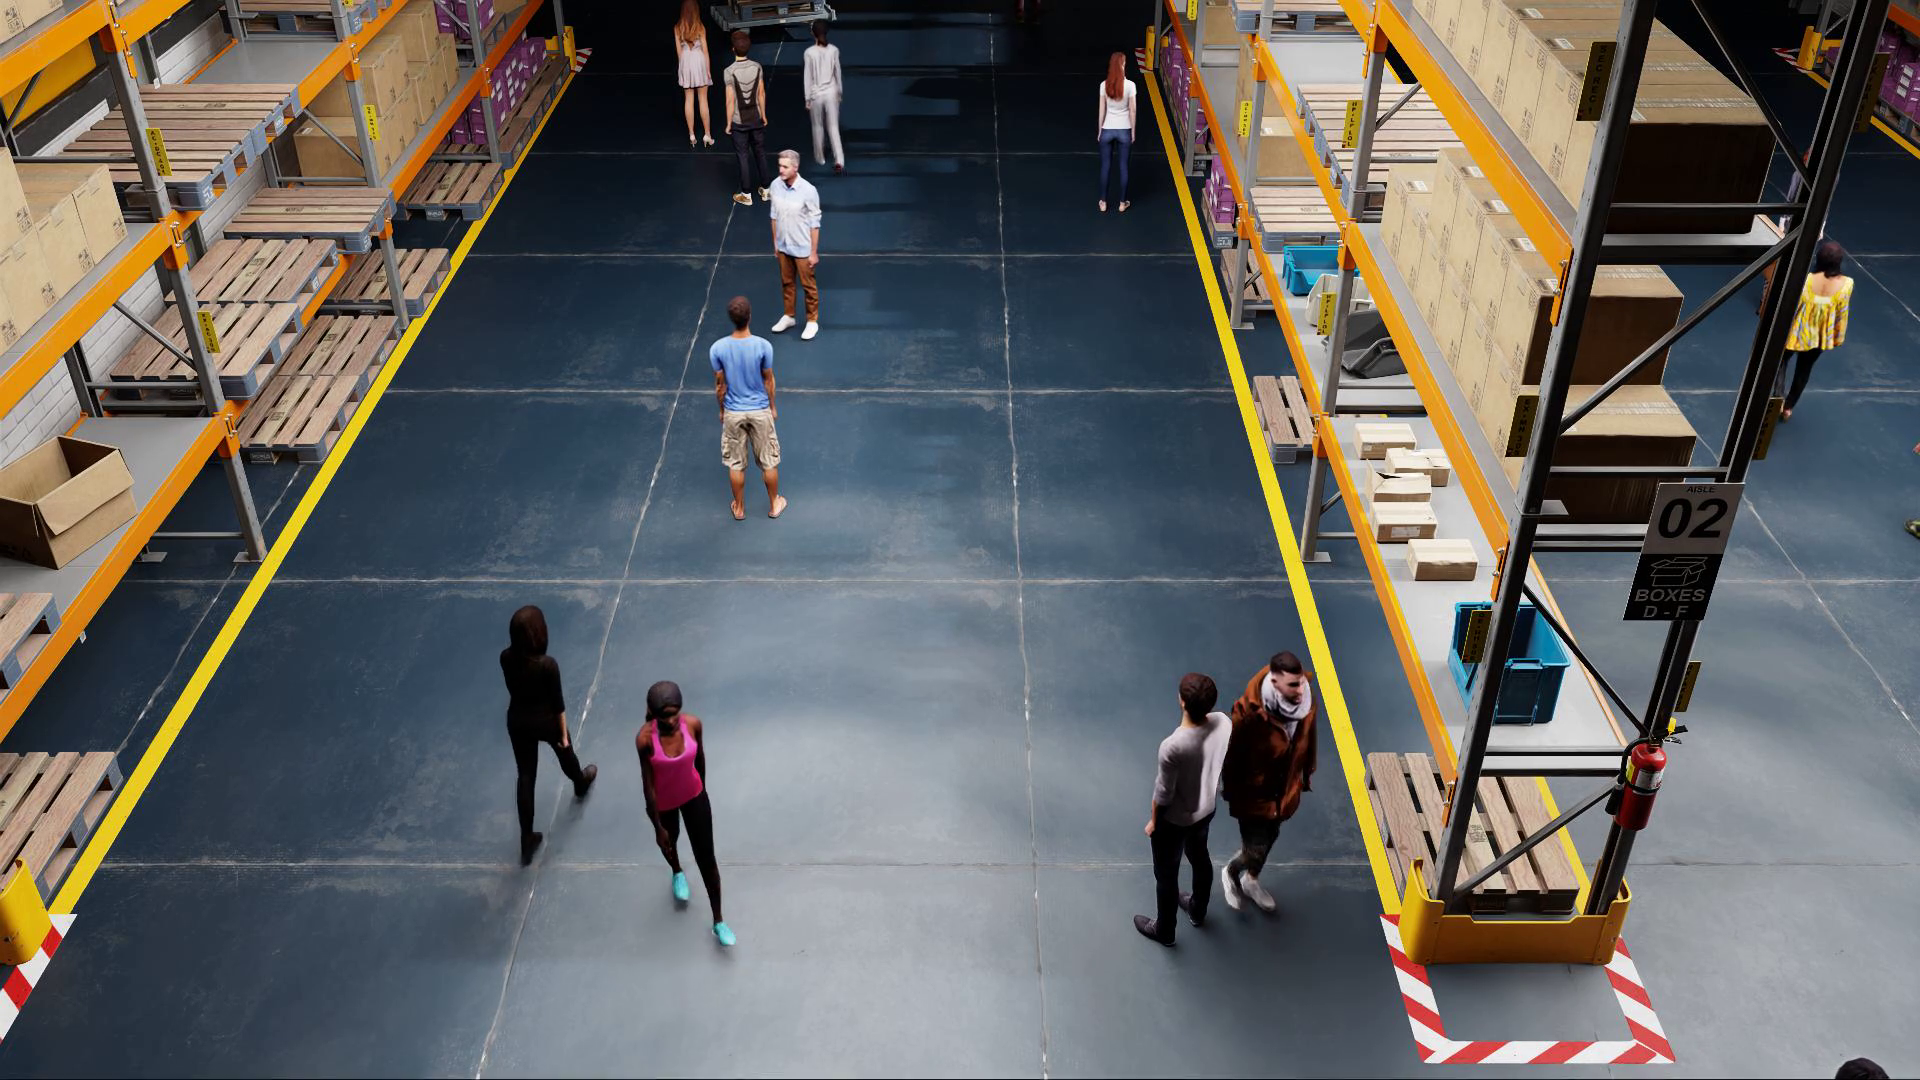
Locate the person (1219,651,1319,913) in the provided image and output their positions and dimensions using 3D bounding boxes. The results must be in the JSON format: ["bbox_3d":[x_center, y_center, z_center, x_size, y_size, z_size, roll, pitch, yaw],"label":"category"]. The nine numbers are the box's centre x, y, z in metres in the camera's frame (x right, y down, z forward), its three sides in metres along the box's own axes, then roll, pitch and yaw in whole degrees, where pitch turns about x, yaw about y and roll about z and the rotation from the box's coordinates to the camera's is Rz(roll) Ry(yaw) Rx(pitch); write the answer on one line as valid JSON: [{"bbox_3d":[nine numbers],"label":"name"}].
[{"bbox_3d":[1.673,1.333,9.391,0.847,1.826,0.854,-16,37,-22],"label":"person"}]

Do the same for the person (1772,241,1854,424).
[{"bbox_3d":[7.208,-1.718,14.143,0.809,1.647,0.851,9,35,13],"label":"person"}]

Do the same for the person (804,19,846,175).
[{"bbox_3d":[-1.538,-5.047,19.059,0.795,1.749,1.097,-9,35,-13],"label":"person"}]

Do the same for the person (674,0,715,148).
[{"bbox_3d":[-3.175,-5.575,19.837,0.587,1.768,0.603,4,34,6],"label":"person"}]

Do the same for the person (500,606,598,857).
[{"bbox_3d":[-2.550,1.151,9.866,0.752,1.603,1.117,7,34,11],"label":"person"}]

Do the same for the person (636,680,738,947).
[{"bbox_3d":[-1.632,1.419,9.386,0.760,1.690,1.057,-11,35,-16],"label":"person"}]

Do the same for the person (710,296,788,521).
[{"bbox_3d":[-1.643,-1.004,12.873,0.658,1.865,0.575,-2,34,-3],"label":"person"}]

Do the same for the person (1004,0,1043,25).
[{"bbox_3d":[1.078,-8.357,23.950,0.883,1.848,0.814,13,36,18],"label":"person"}]

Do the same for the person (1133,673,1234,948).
[{"bbox_3d":[1.246,1.475,9.162,0.736,1.844,0.764,-23,40,-31],"label":"person"}]

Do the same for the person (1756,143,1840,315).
[{"bbox_3d":[8.071,-3.009,15.966,0.605,1.780,0.548,5,34,8],"label":"person"}]

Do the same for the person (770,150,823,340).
[{"bbox_3d":[-1.539,-2.792,15.597,0.767,1.827,0.757,17,37,24],"label":"person"}]

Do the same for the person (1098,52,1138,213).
[{"bbox_3d":[1.702,-4.443,18.156,0.593,1.742,0.556,5,34,7],"label":"person"}]

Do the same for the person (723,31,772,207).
[{"bbox_3d":[-2.352,-4.639,18.316,0.731,1.893,0.731,-19,38,-26],"label":"person"}]
